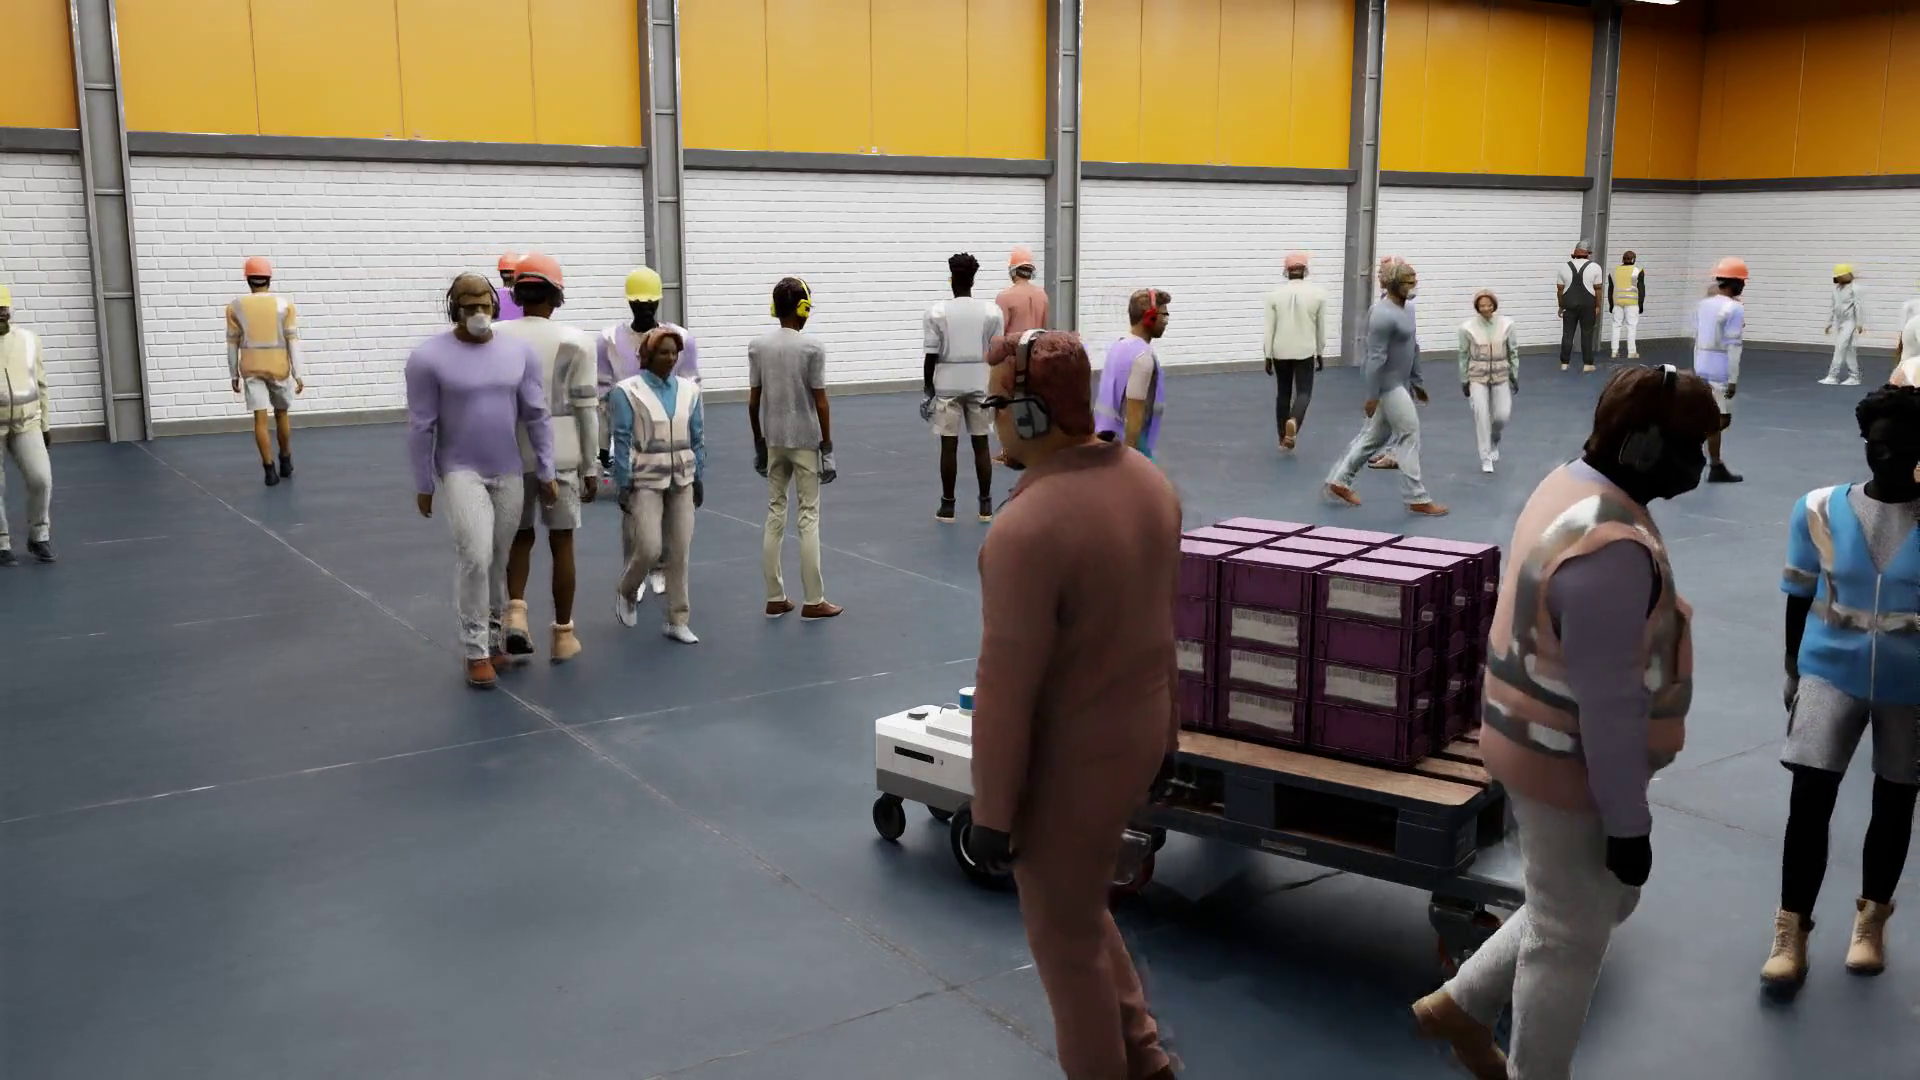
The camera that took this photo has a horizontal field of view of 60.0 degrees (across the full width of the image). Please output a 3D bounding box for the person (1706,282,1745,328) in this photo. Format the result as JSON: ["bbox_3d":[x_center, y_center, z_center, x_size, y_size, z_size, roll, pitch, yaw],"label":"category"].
[{"bbox_3d":[11.365,-3.286,24.784,0.922,1.718,0.527,-4,11,-21],"label":"person"}]

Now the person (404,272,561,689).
[{"bbox_3d":[-2.188,-0.275,7.745,0.642,1.910,0.760,-8,13,-38],"label":"person"}]

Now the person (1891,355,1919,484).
[{"bbox_3d":[4.544,-0.227,7.570,0.868,1.888,0.619,-6,12,-31],"label":"person"}]

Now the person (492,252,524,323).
[{"bbox_3d":[-4.111,-1.676,15.352,0.548,1.935,0.361,-1,10,-3],"label":"person"}]

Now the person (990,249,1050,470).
[{"bbox_3d":[0.483,-1.603,14.946,0.661,1.969,0.719,-10,14,-44],"label":"person"}]

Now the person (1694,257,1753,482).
[{"bbox_3d":[6.289,-1.409,13.963,0.727,1.918,0.548,-2,10,-9],"label":"person"}]

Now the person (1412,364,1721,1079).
[{"bbox_3d":[1.363,0.514,3.681,0.462,1.816,0.663,3,11,16],"label":"person"}]

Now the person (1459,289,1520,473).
[{"bbox_3d":[4.698,-1.427,14.825,0.536,1.618,0.467,1,10,8],"label":"person"}]

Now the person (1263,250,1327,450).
[{"bbox_3d":[3.207,-1.809,16.019,0.601,1.957,0.745,4,11,22],"label":"person"}]

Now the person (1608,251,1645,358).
[{"bbox_3d":[11.476,-4.049,28.629,0.619,1.840,0.430,9,14,42],"label":"person"}]

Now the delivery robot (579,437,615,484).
[{"bbox_3d":[-2.888,-0.678,13.406,0.477,0.478,0.707,-3,11,-17],"label":"delivery robot"}]

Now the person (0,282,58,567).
[{"bbox_3d":[-6.001,-0.717,10.434,0.513,1.818,0.611,10,14,43],"label":"person"}]

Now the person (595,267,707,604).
[{"bbox_3d":[-1.759,-0.592,9.486,0.607,1.899,0.708,-3,11,-15],"label":"person"}]

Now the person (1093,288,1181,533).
[{"bbox_3d":[1.036,-0.468,9.116,0.958,1.787,0.563,-3,11,-14],"label":"person"}]

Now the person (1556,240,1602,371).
[{"bbox_3d":[9.684,-3.668,25.978,0.676,2.000,0.536,7,12,33],"label":"person"}]

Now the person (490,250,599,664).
[{"bbox_3d":[-2.064,-0.396,8.123,0.614,2.011,0.591,0,10,-2],"label":"person"}]

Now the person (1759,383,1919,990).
[{"bbox_3d":[2.481,0.425,4.522,0.546,1.679,0.663,7,12,33],"label":"person"}]

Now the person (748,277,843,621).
[{"bbox_3d":[-0.903,-0.490,9.046,0.519,1.865,0.326,5,11,25],"label":"person"}]

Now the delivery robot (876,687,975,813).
[{"bbox_3d":[0.046,0.741,5.627,0.707,0.478,0.477,9,14,41],"label":"delivery robot"}]

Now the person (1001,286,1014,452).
[{"bbox_3d":[0.584,-1.613,15.832,0.287,1.633,0.497,-3,11,-17],"label":"person"}]

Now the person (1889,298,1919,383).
[{"bbox_3d":[8.400,-1.472,14.481,0.549,1.847,0.577,4,11,22],"label":"person"}]

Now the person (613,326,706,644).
[{"bbox_3d":[-1.546,-0.282,8.535,0.530,1.625,0.439,-9,13,-40],"label":"person"}]

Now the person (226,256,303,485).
[{"bbox_3d":[-5.919,-1.446,14.173,0.575,1.900,0.902,-4,11,-21],"label":"person"}]

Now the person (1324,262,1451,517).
[{"bbox_3d":[3.228,-1.144,12.559,0.986,1.899,0.632,5,12,28],"label":"person"}]

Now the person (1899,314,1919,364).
[{"bbox_3d":[5.856,-0.674,9.847,0.630,1.940,0.372,9,14,41],"label":"person"}]

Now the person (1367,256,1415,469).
[{"bbox_3d":[3.868,-1.596,14.993,0.405,1.904,0.653,3,11,14],"label":"person"}]

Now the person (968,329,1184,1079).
[{"bbox_3d":[0.230,0.487,3.627,0.433,1.881,0.668,7,12,32],"label":"person"}]

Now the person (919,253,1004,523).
[{"bbox_3d":[0.009,-1.092,12.089,0.651,1.964,0.446,-2,10,-9],"label":"person"}]

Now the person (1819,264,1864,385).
[{"bbox_3d":[12.330,-3.009,23.291,0.773,1.686,0.504,-2,10,-9],"label":"person"}]
